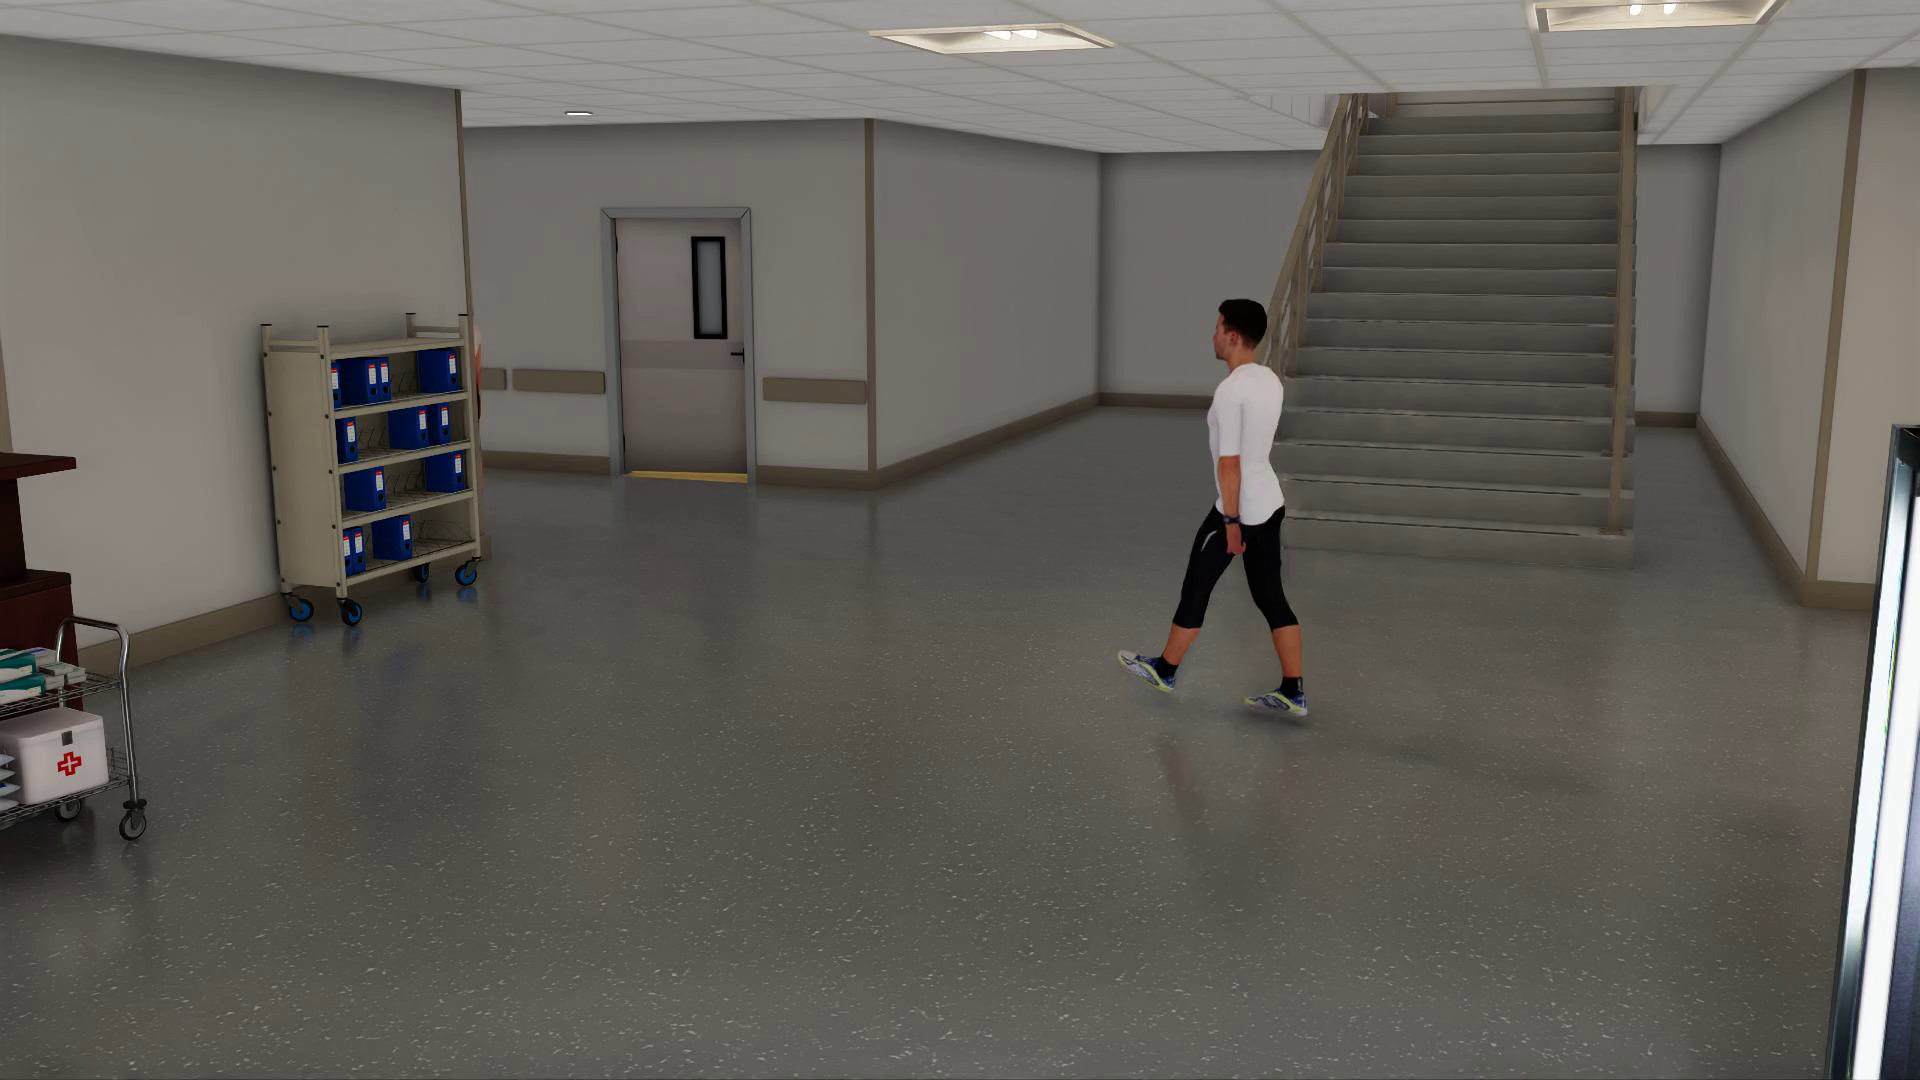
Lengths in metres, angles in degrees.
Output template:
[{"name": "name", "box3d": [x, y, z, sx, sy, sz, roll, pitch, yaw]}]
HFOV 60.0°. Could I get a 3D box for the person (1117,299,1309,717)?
[{"name": "person", "box3d": [1.330, -0.106, 7.266, 1.003, 1.815, 1.178, 9, 14, 40]}]
